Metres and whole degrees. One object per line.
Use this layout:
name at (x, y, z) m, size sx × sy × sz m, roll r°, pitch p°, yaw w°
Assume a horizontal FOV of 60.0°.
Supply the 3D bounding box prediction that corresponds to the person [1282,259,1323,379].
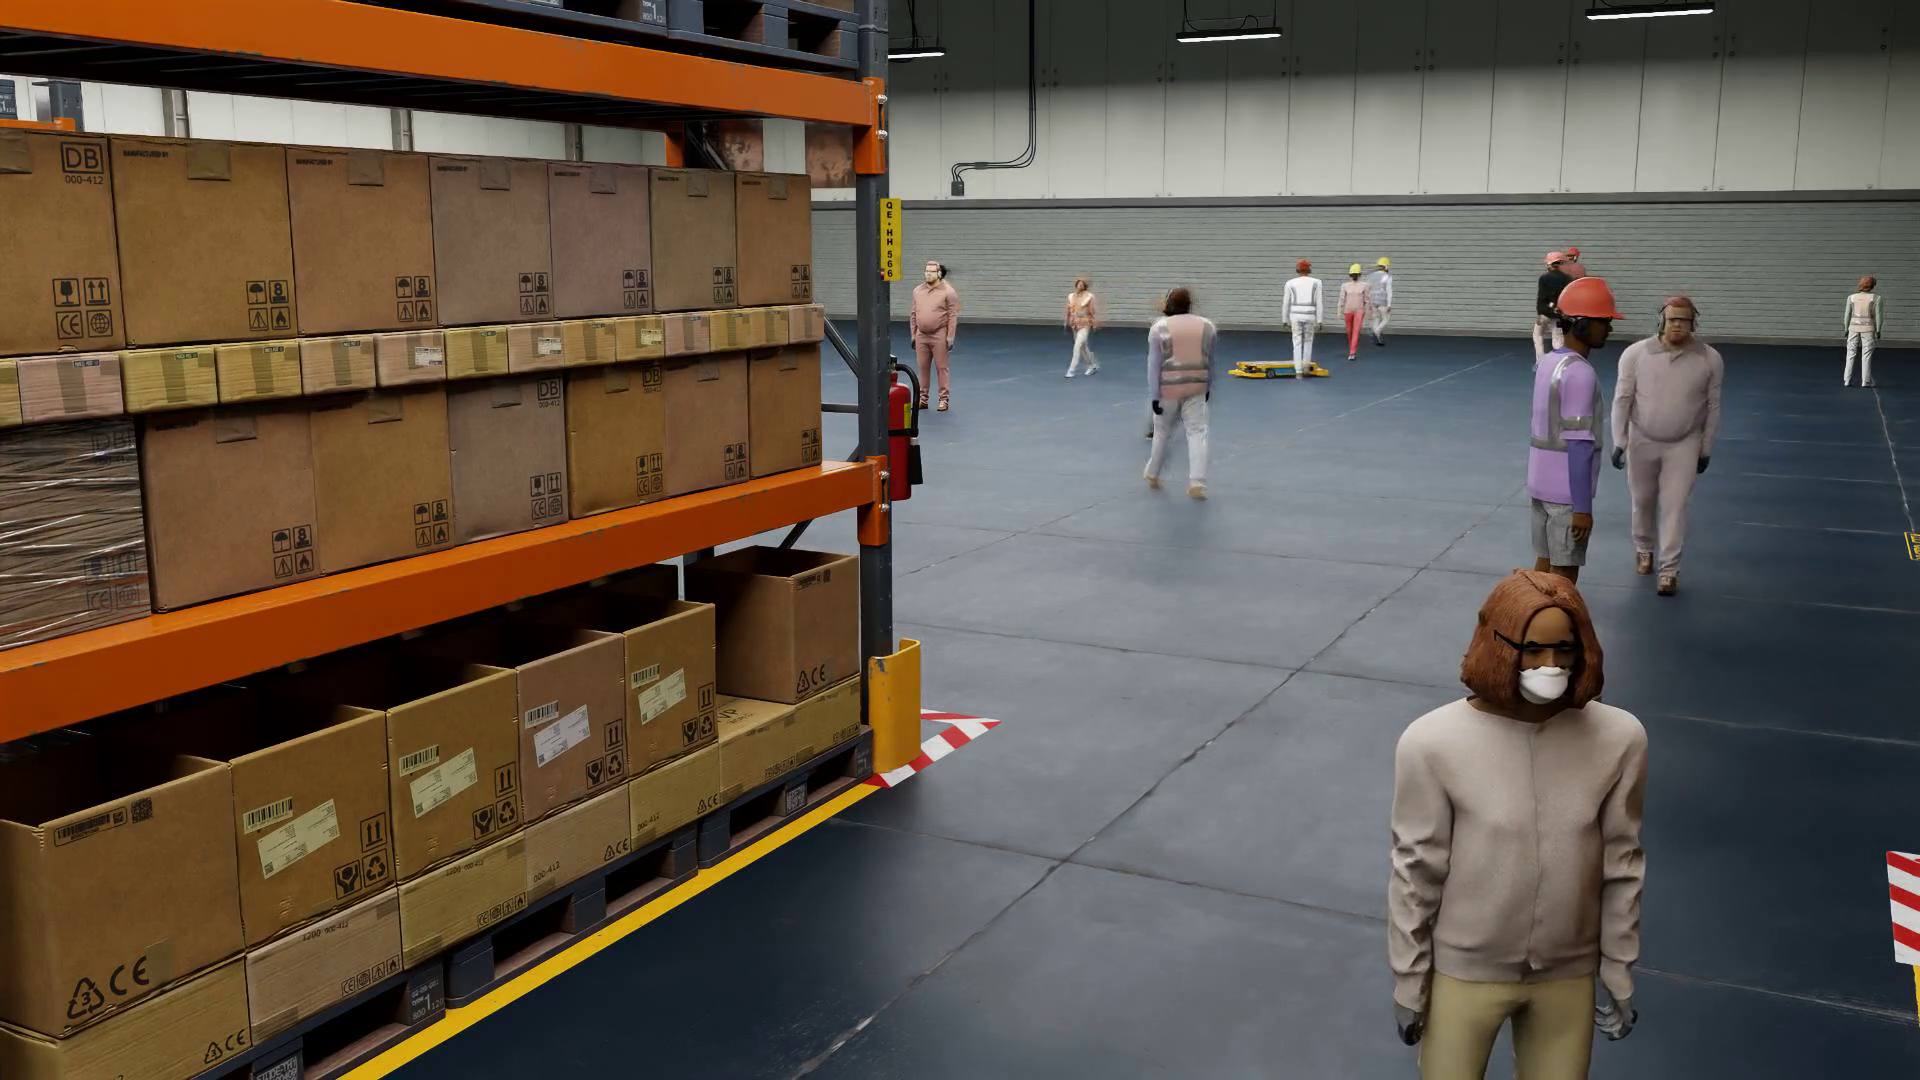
person at (5.371, -3.469, 26.145) m, size 0.614 × 1.856 × 0.803 m, roll 1°, pitch 10°, yaw 8°

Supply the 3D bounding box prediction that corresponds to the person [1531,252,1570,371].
person at (9.613, -3.706, 27.138) m, size 0.659 × 1.969 × 0.668 m, roll -3°, pitch 11°, yaw -17°

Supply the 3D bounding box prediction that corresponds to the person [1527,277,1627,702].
person at (2.947, -0.235, 8.020) m, size 0.387 × 2.041 × 0.615 m, roll 1°, pitch 10°, yaw 3°

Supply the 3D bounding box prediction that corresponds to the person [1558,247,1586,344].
person at (12.547, -5.013, 34.208) m, size 0.616 × 1.990 × 0.393 m, roll 7°, pitch 13°, yaw 35°

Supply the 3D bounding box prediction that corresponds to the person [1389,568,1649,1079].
person at (1.073, 0.850, 3.247) m, size 0.494 × 1.624 × 0.279 m, roll -1°, pitch 10°, yaw -5°

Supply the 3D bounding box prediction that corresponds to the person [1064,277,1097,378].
person at (1.959, -3.394, 26.482) m, size 0.520 × 1.593 × 0.865 m, roll 10°, pitch 14°, yaw 43°

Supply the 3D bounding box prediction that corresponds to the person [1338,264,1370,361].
person at (7.138, -4.133, 30.151) m, size 0.540 × 1.722 × 0.908 m, roll 5°, pitch 11°, yaw 23°

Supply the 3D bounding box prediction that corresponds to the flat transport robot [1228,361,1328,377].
flat transport robot at (5.058, -2.723, 26.420) m, size 1.431 × 0.197 × 0.652 m, roll -4°, pitch 11°, yaw -19°

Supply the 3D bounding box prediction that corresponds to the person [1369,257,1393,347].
person at (8.385, -4.740, 33.216) m, size 0.499 × 1.818 × 0.599 m, roll -7°, pitch 13°, yaw -34°

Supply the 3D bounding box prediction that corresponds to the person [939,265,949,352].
person at (-0.393, -4.388, 31.650) m, size 0.437 × 1.678 × 0.547 m, roll 0°, pitch 10°, yaw 2°

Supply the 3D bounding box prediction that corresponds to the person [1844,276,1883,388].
person at (13.348, -3.073, 24.598) m, size 0.308 × 1.639 × 0.524 m, roll -9°, pitch 14°, yaw -40°

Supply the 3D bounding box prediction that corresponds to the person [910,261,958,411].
person at (-0.362, -2.609, 21.323) m, size 0.644 × 1.913 × 0.408 m, roll 5°, pitch 11°, yaw 25°

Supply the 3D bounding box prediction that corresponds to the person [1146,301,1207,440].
person at (2.381, -1.913, 18.388) m, size 0.847 × 1.591 × 0.520 m, roll -9°, pitch 14°, yaw -40°

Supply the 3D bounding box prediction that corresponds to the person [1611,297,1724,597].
person at (4.529, -0.631, 10.702) m, size 0.637 × 1.867 × 0.988 m, roll 5°, pitch 11°, yaw 24°

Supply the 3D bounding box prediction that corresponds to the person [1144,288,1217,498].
person at (1.910, -1.288, 14.462) m, size 0.643 × 1.788 × 0.976 m, roll -2°, pitch 11°, yaw -9°
